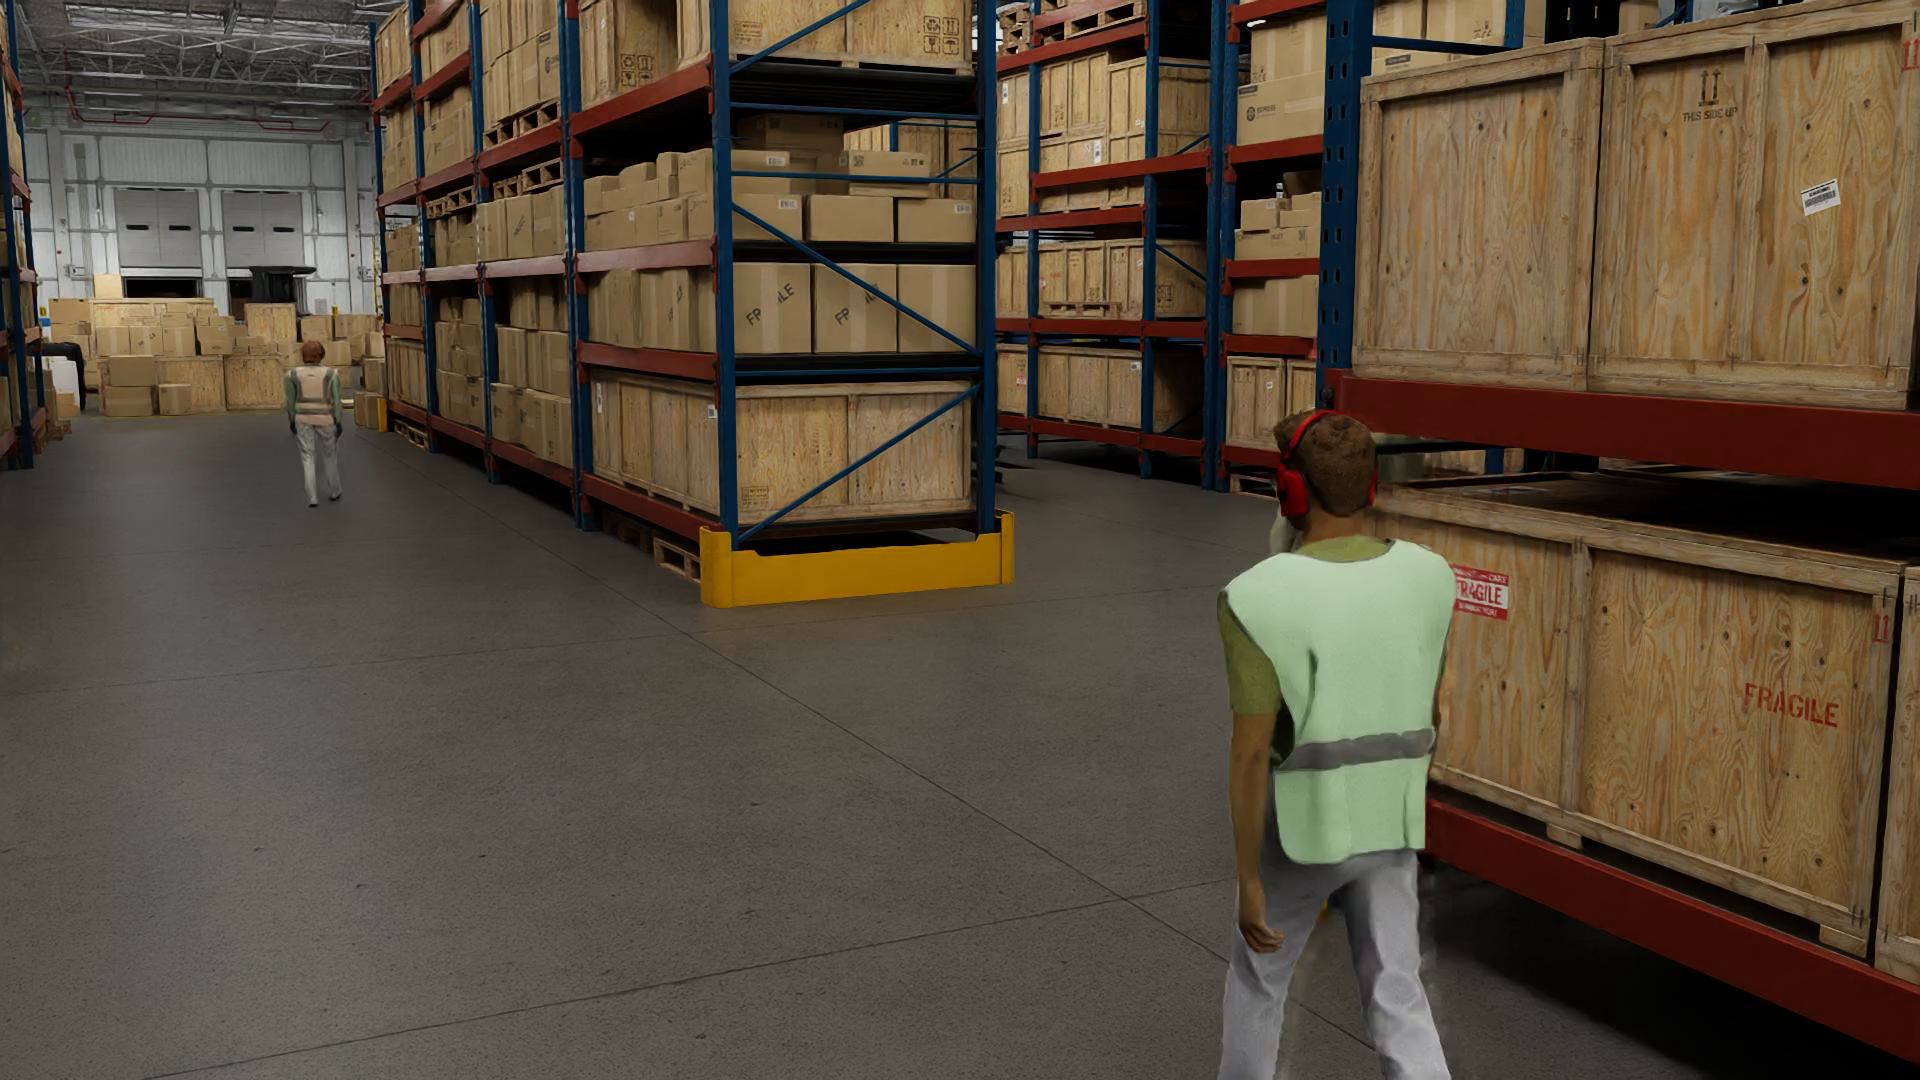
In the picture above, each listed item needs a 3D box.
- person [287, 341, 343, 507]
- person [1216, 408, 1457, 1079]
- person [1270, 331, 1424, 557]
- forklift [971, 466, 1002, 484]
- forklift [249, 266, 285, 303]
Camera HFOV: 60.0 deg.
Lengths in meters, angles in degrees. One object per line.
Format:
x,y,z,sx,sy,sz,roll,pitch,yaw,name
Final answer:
-6.323,-1.145,16.348,0.533,1.598,0.819,-2,8,-12,person
0.808,0.626,3.492,0.577,1.806,0.950,-3,9,-18,person
1.380,0.121,6.369,0.852,1.963,0.648,-4,9,-27,person
-0.459,-2.050,18.221,1.129,2.768,1.873,-4,9,-26,forklift
-17.035,-5.357,41.029,1.873,2.768,1.129,2,8,11,forklift
